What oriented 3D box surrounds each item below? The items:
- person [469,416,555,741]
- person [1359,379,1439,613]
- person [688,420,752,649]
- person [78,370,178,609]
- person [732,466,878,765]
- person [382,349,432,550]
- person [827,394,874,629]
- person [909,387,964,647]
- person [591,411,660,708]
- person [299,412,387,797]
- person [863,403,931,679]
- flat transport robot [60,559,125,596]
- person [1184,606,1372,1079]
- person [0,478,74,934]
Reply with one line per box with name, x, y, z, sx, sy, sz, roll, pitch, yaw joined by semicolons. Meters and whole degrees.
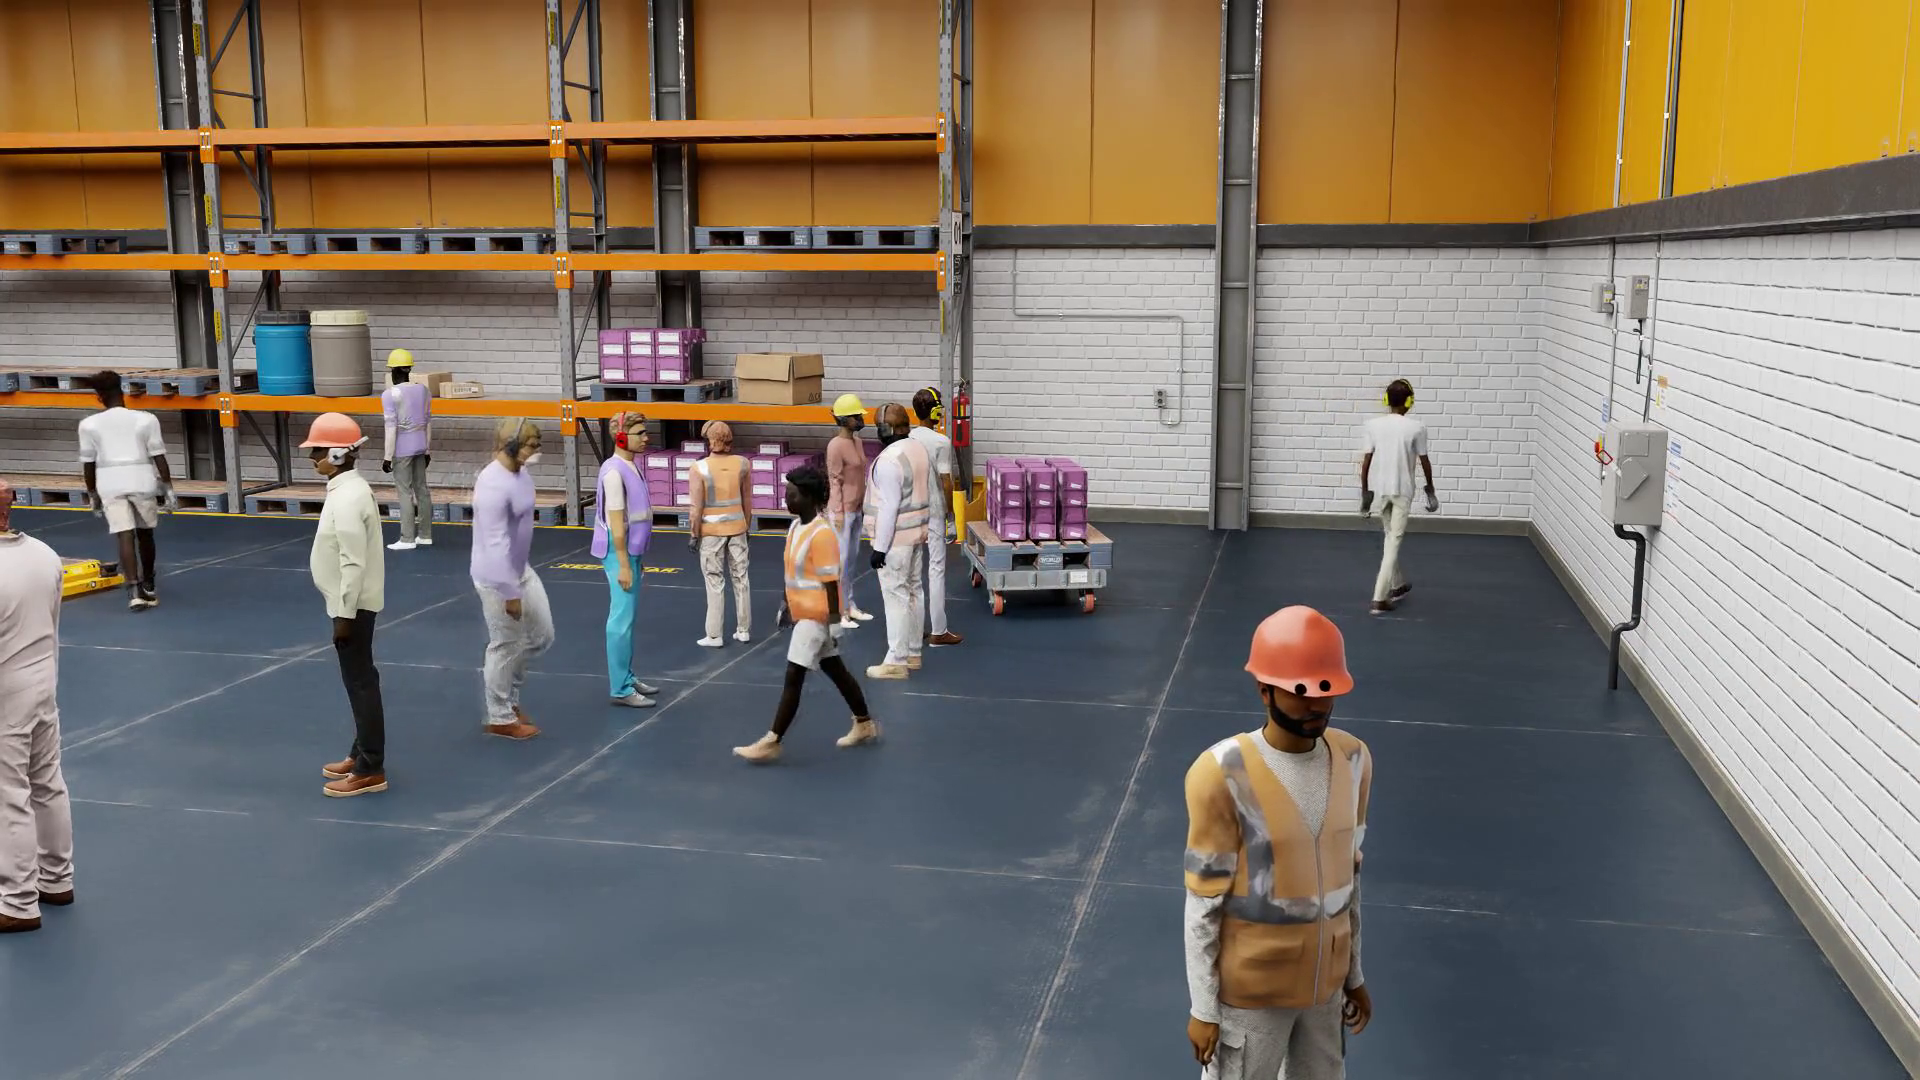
person;-2.562;0.240;9.488;0.453;1.903;0.662;0;10;3
person;3.526;-0.362;13.266;0.511;1.830;0.914;8;13;40
person;-1.711;-0.041;11.927;0.512;1.642;0.312;-8;12;-38
person;-6.688;-0.410;13.400;0.670;1.898;1.010;-5;11;-26
person;-0.834;0.406;9.255;0.890;1.644;0.549;-4;10;-20
person;-5.314;-0.865;15.962;0.366;1.926;0.593;4;11;24
person;-0.843;-0.224;12.637;0.304;1.772;0.529;3;10;17
person;-0.227;-0.165;11.990;0.511;1.872;0.329;7;12;35
person;-2.101;0.116;10.402;0.388;1.844;0.563;-1;10;-4
person;-3.198;0.330;8.687;0.381;1.995;0.611;-3;10;-19
person;-0.432;0.004;11.093;0.429;1.837;0.621;4;10;21
flat transport robot;-7.869;0.287;14.039;1.431;0.197;0.652;3;10;19
person;0.828;1.113;4.223;0.552;1.935;0.368;-5;11;-27
person;-3.985;0.675;6.904;0.407;1.910;0.638;0;10;2
